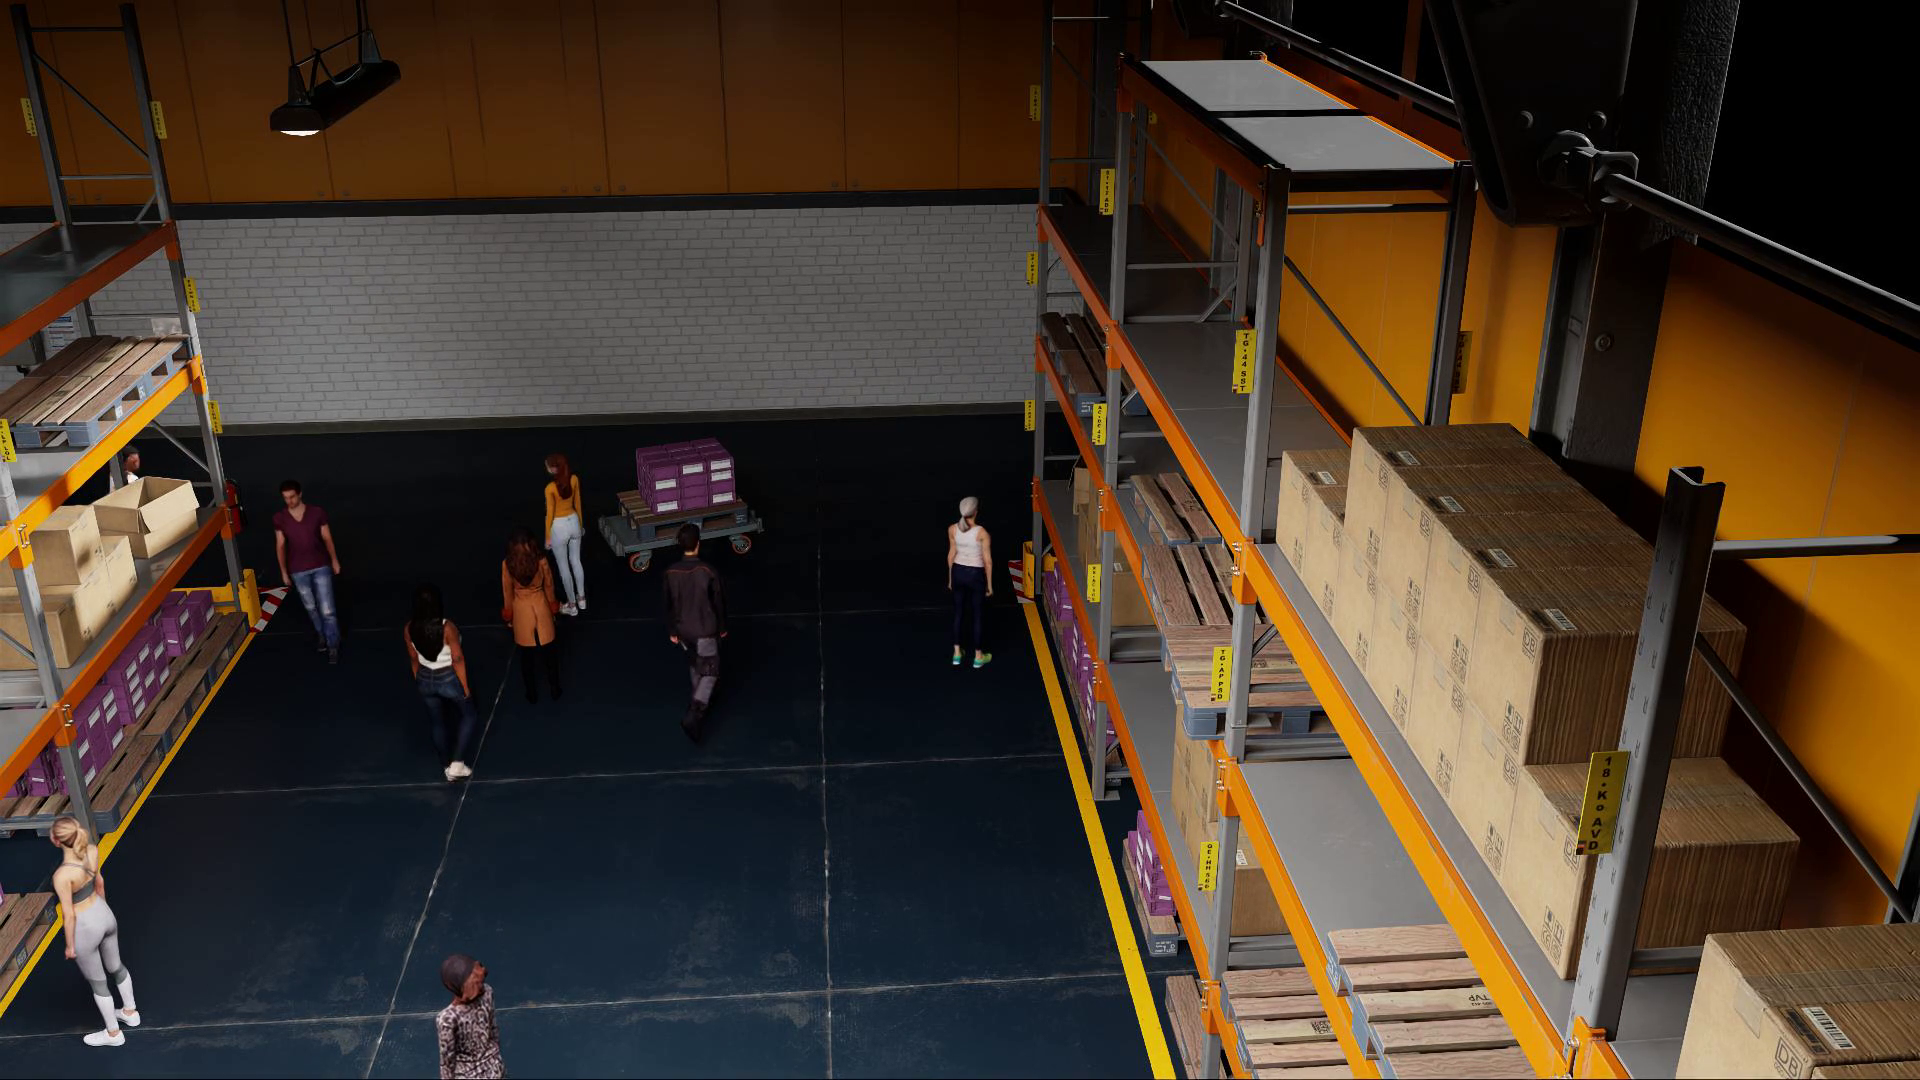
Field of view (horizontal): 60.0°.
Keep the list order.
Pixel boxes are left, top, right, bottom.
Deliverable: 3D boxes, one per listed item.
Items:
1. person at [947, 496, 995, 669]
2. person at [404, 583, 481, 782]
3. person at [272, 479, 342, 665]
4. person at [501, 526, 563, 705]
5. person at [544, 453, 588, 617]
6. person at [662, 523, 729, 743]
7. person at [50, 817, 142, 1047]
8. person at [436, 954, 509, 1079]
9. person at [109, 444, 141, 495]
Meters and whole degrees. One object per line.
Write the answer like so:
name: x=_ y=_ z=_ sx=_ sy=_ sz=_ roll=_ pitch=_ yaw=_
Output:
person: x=0.080 y=0.388 z=15.750 sx=0.688 sy=1.701 sz=0.687 roll=9 pitch=25 yaw=21
person: x=-4.294 y=1.228 z=13.704 sx=0.735 sy=1.799 sz=0.750 roll=4 pitch=24 yaw=8
person: x=-6.224 y=0.227 z=15.969 sx=0.687 sy=1.820 sz=0.897 roll=-4 pitch=24 yaw=-9
person: x=-3.876 y=0.676 z=15.059 sx=0.718 sy=1.727 sz=0.642 roll=-6 pitch=24 yaw=-13
person: x=-3.973 y=-0.081 z=16.779 sx=0.705 sy=1.736 sz=0.767 roll=-21 pitch=31 yaw=-39
person: x=-2.308 y=0.822 z=14.495 sx=0.956 sy=1.911 sz=1.246 roll=6 pitch=24 yaw=14
person: x=-5.658 y=2.533 z=10.838 sx=0.673 sy=1.704 sz=0.561 roll=4 pitch=24 yaw=8
person: x=-2.766 y=3.094 z=9.543 sx=0.735 sy=1.713 sz=0.662 roll=14 pitch=27 yaw=29
person: x=-8.567 y=-0.164 z=17.064 sx=0.972 sy=1.659 sz=0.975 roll=-15 pitch=28 yaw=-30
